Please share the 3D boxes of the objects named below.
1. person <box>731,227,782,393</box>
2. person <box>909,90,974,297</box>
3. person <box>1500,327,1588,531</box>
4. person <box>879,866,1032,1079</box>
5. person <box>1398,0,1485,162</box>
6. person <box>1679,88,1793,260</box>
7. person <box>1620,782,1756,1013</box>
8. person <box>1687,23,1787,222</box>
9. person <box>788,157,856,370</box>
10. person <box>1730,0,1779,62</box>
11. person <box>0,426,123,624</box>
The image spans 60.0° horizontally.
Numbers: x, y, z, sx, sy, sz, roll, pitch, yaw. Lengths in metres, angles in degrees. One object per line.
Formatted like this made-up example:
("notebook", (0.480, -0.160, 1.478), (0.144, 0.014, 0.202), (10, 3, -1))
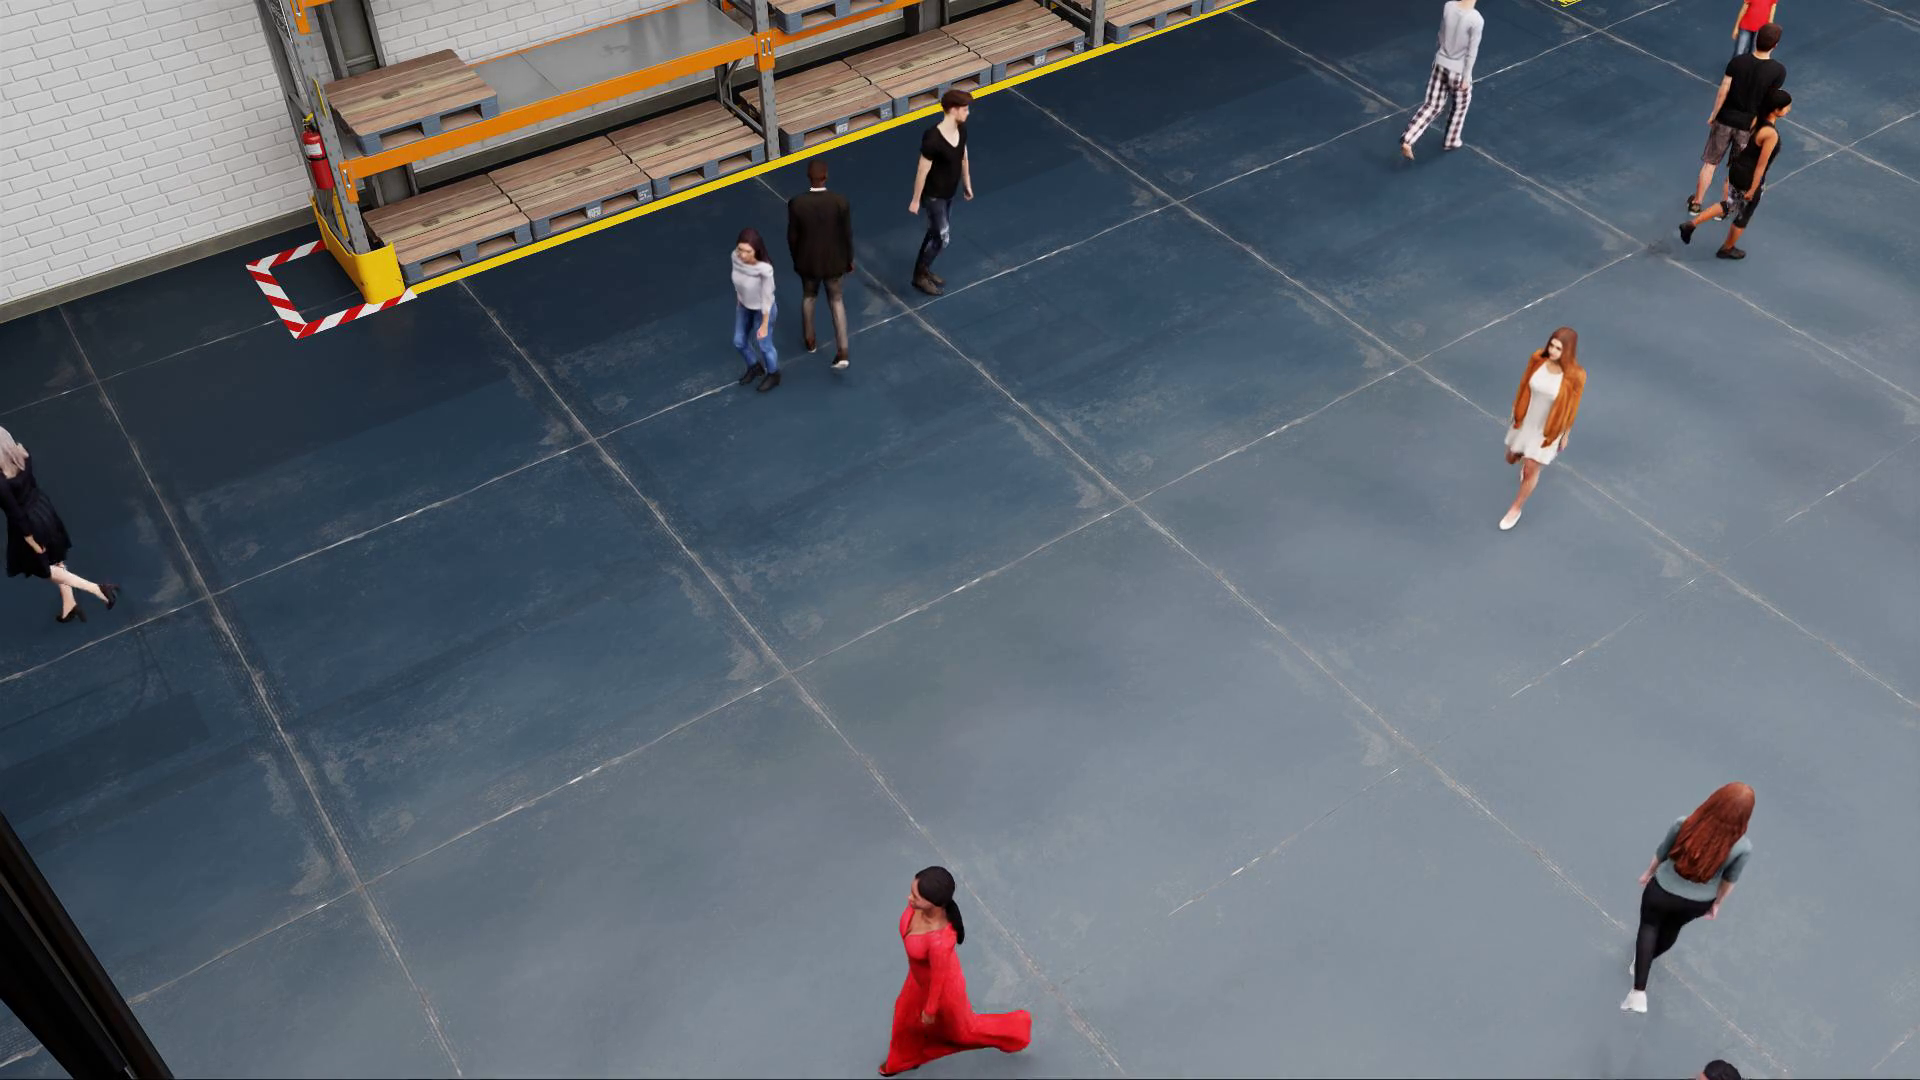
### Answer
("person", (-1.512, -1.816, 12.985), (0.644, 1.604, 0.684), (-35, 53, -31))
("person", (-0.249, -2.911, 13.951), (0.897, 1.856, 0.816), (33, 52, 29))
("person", (4.193, -0.866, 11.914), (0.716, 1.705, 0.939), (33, 52, 29))
("person", (-0.036, 2.264, 8.589), (1.115, 1.760, 0.778), (-15, 46, -15))
("person", (4.529, -4.366, 15.507), (1.080, 1.817, 0.672), (-30, 51, -27))
("person", (6.716, -3.147, 14.348), (0.977, 1.651, 0.854), (-1, 44, -1))
("person", (3.854, 1.963, 8.929), (0.859, 1.727, 1.021), (18, 47, 18))
("person", (6.922, -3.718, 14.794), (0.769, 1.861, 0.749), (21, 47, 21))
("person", (-1.057, -2.145, 13.204), (1.026, 1.779, 1.025), (-7, 44, -7))
("person", (7.958, -5.157, 16.715), (0.666, 1.296, 0.741), (12, 45, 13))
("person", (-6.079, -0.086, 11.075), (0.944, 1.733, 0.844), (-1, 44, -1))
